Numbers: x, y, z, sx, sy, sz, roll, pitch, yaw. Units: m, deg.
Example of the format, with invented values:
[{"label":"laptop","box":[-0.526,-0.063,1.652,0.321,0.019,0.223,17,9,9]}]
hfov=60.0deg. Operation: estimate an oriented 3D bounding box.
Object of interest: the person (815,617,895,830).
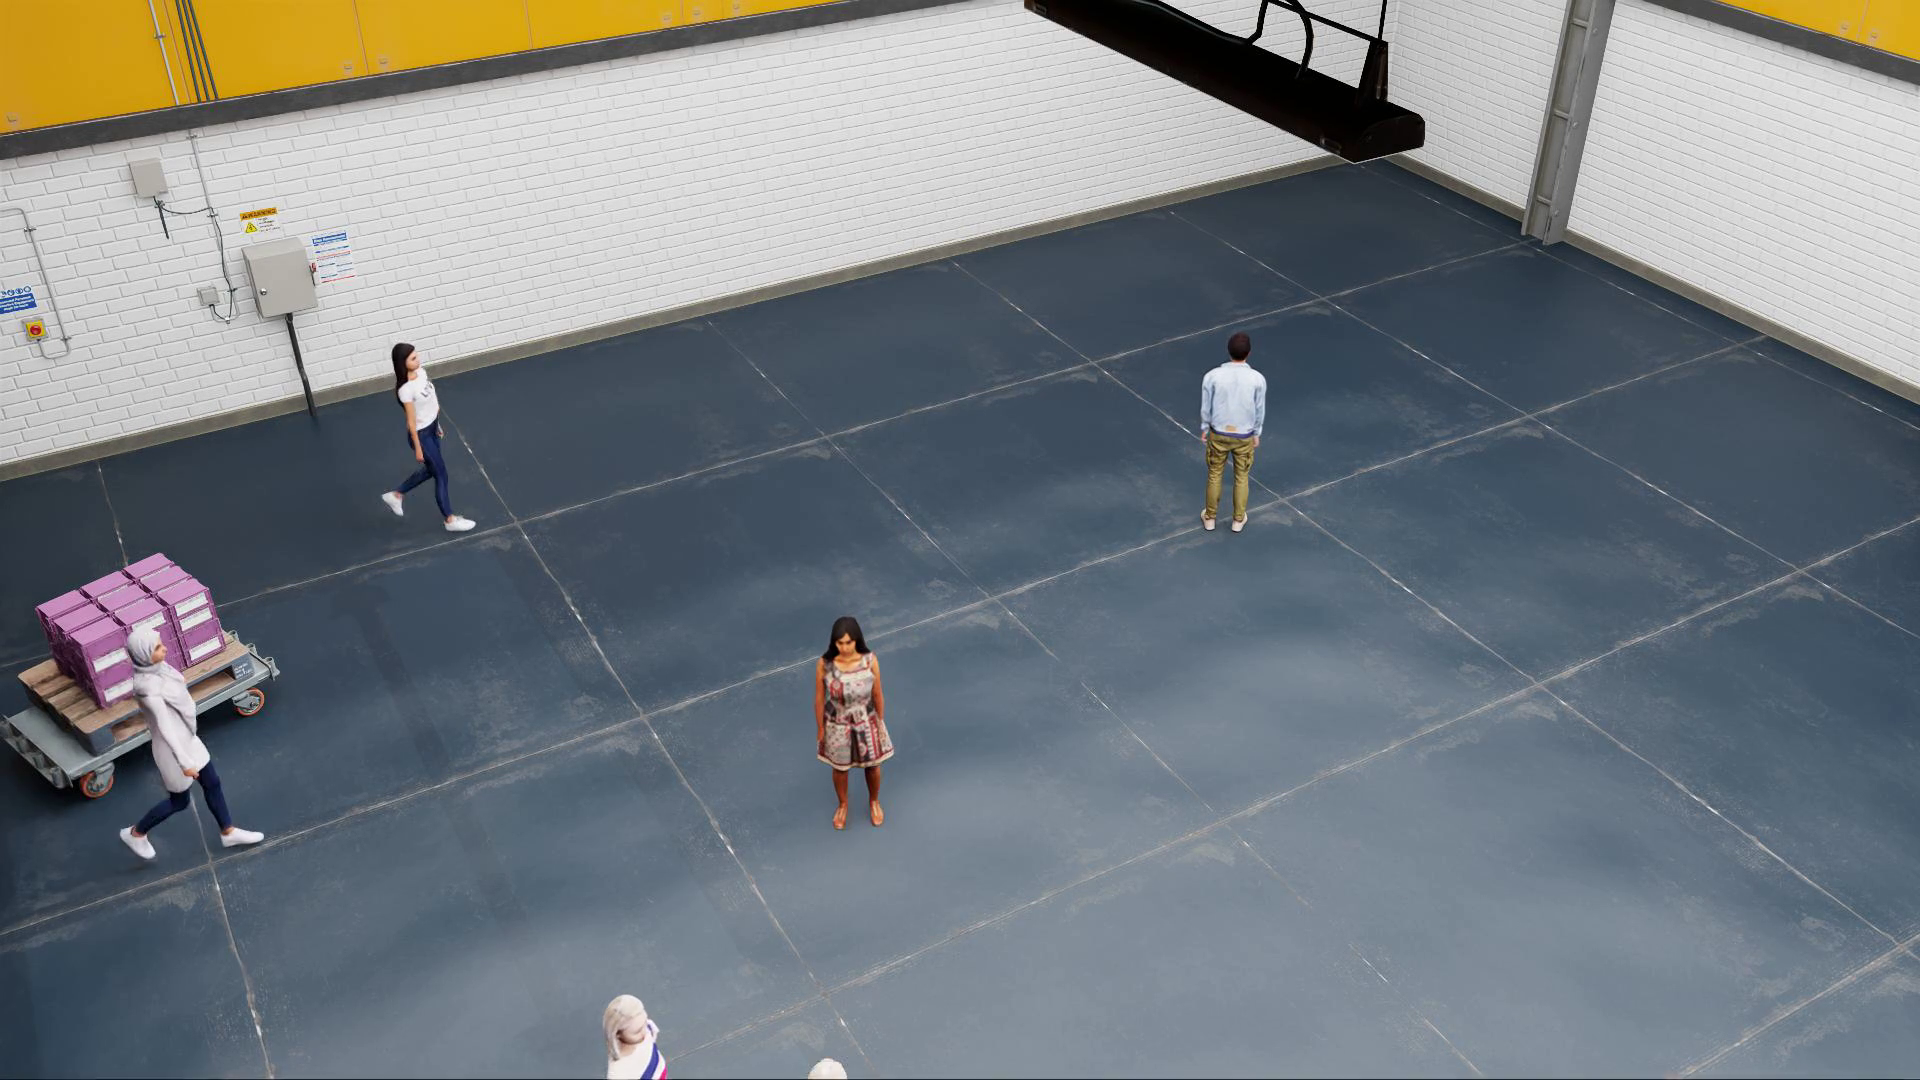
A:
[{"label":"person","box":[-0.706,1.168,10.853,0.725,1.647,0.684,-4,34,-5]}]

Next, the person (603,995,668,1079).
[{"label":"person","box":[-1.558,2.875,8.138,0.774,1.808,0.672,4,34,6]}]

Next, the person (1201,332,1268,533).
[{"label":"person","box":[2.253,-0.888,13.797,0.761,1.811,0.793,5,34,8]}]

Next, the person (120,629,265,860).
[{"label":"person","box":[-5.039,1.335,10.504,0.931,1.754,1.084,-6,34,-8]}]

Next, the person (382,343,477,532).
[{"label":"person","box":[-4.515,-0.837,13.769,0.953,1.758,1.027,-1,34,-1]}]
